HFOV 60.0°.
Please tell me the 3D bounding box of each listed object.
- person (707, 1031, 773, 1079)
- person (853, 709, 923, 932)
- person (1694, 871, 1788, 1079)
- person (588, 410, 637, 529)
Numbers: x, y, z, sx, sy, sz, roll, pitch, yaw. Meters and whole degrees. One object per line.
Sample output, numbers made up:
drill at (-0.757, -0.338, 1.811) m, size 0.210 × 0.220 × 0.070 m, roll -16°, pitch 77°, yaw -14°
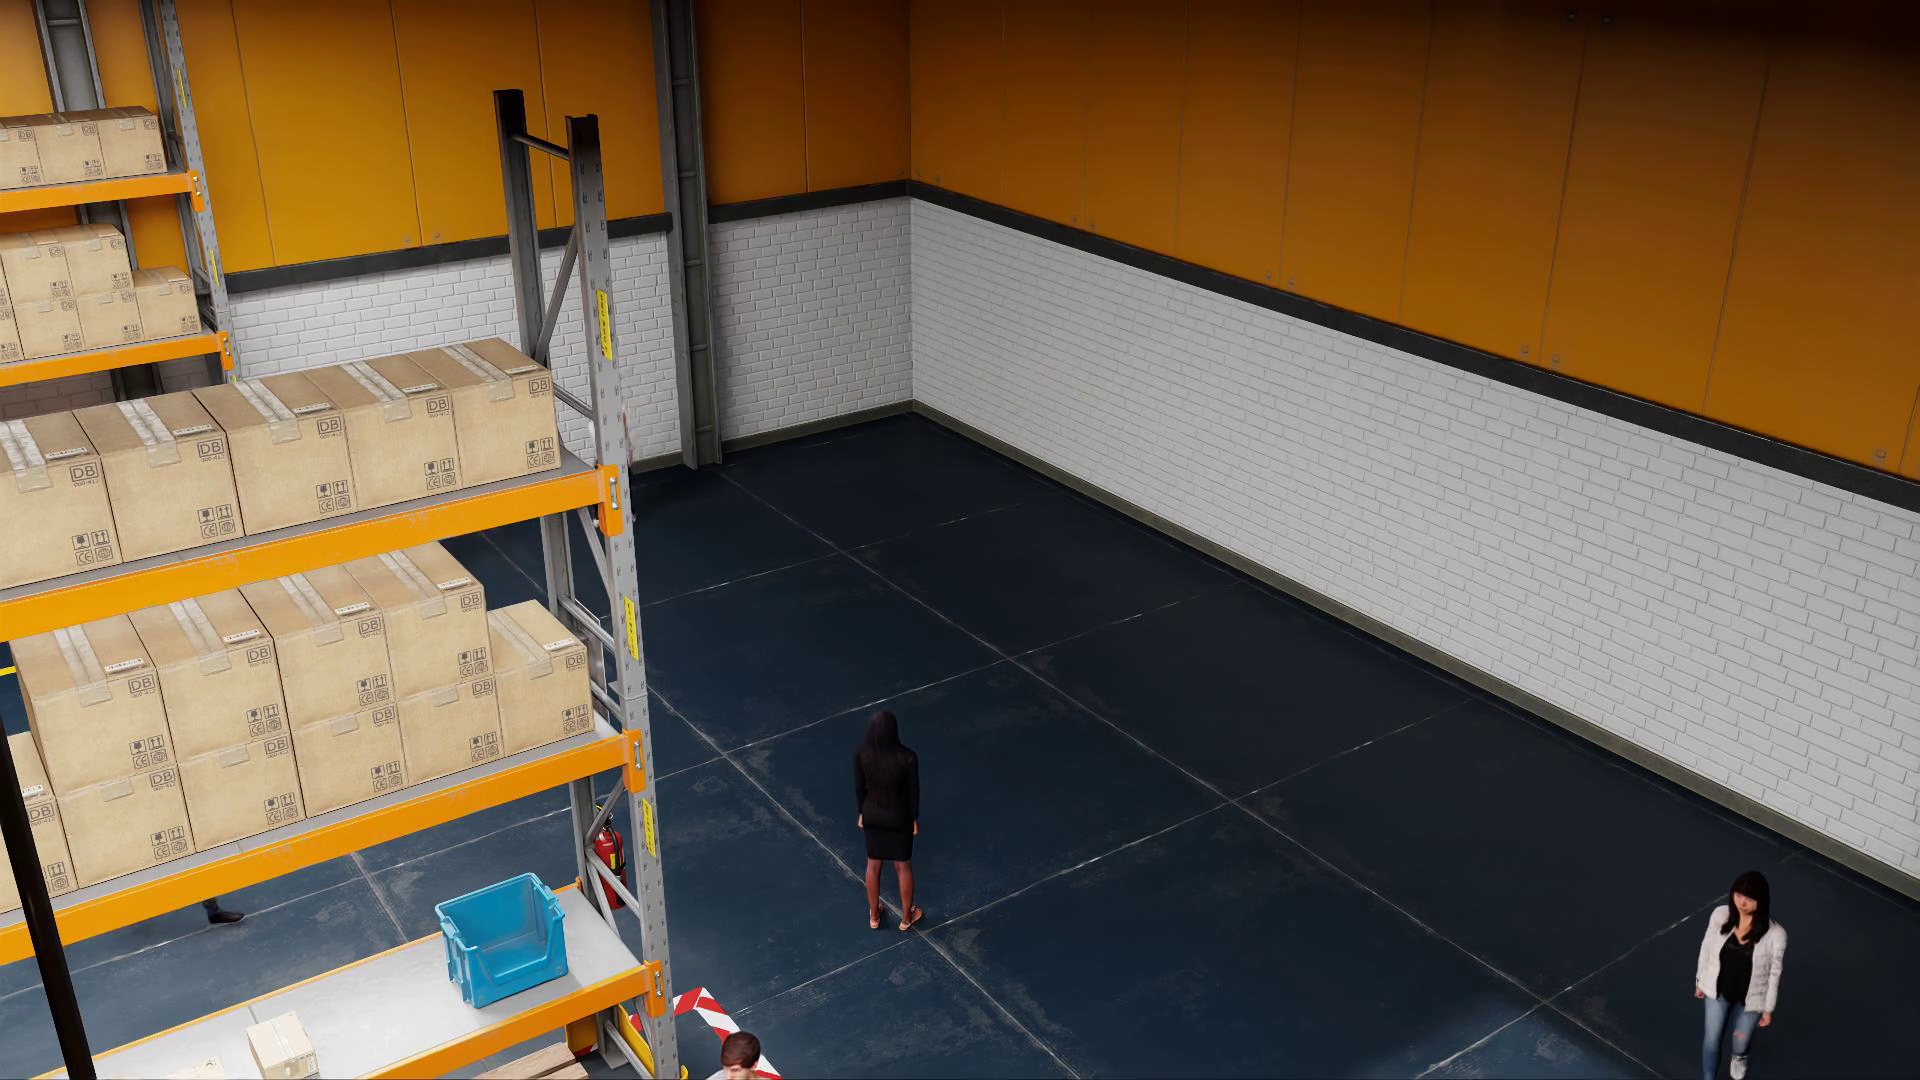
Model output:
person at (-1.060, 3.237, 8.406) m, size 0.733 × 1.843 × 0.758 m, roll 7°, pitch 25°, yaw 15°
person at (-0.505, 1.932, 11.547) m, size 0.678 × 1.719 × 0.726 m, roll 5°, pitch 24°, yaw 11°
person at (4.677, 2.671, 9.977) m, size 0.742 × 1.621 × 0.862 m, roll 18°, pitch 30°, yaw 36°
person at (-3.758, -0.950, 18.199) m, size 0.769 × 1.672 × 0.835 m, roll 16°, pitch 28°, yaw 32°
